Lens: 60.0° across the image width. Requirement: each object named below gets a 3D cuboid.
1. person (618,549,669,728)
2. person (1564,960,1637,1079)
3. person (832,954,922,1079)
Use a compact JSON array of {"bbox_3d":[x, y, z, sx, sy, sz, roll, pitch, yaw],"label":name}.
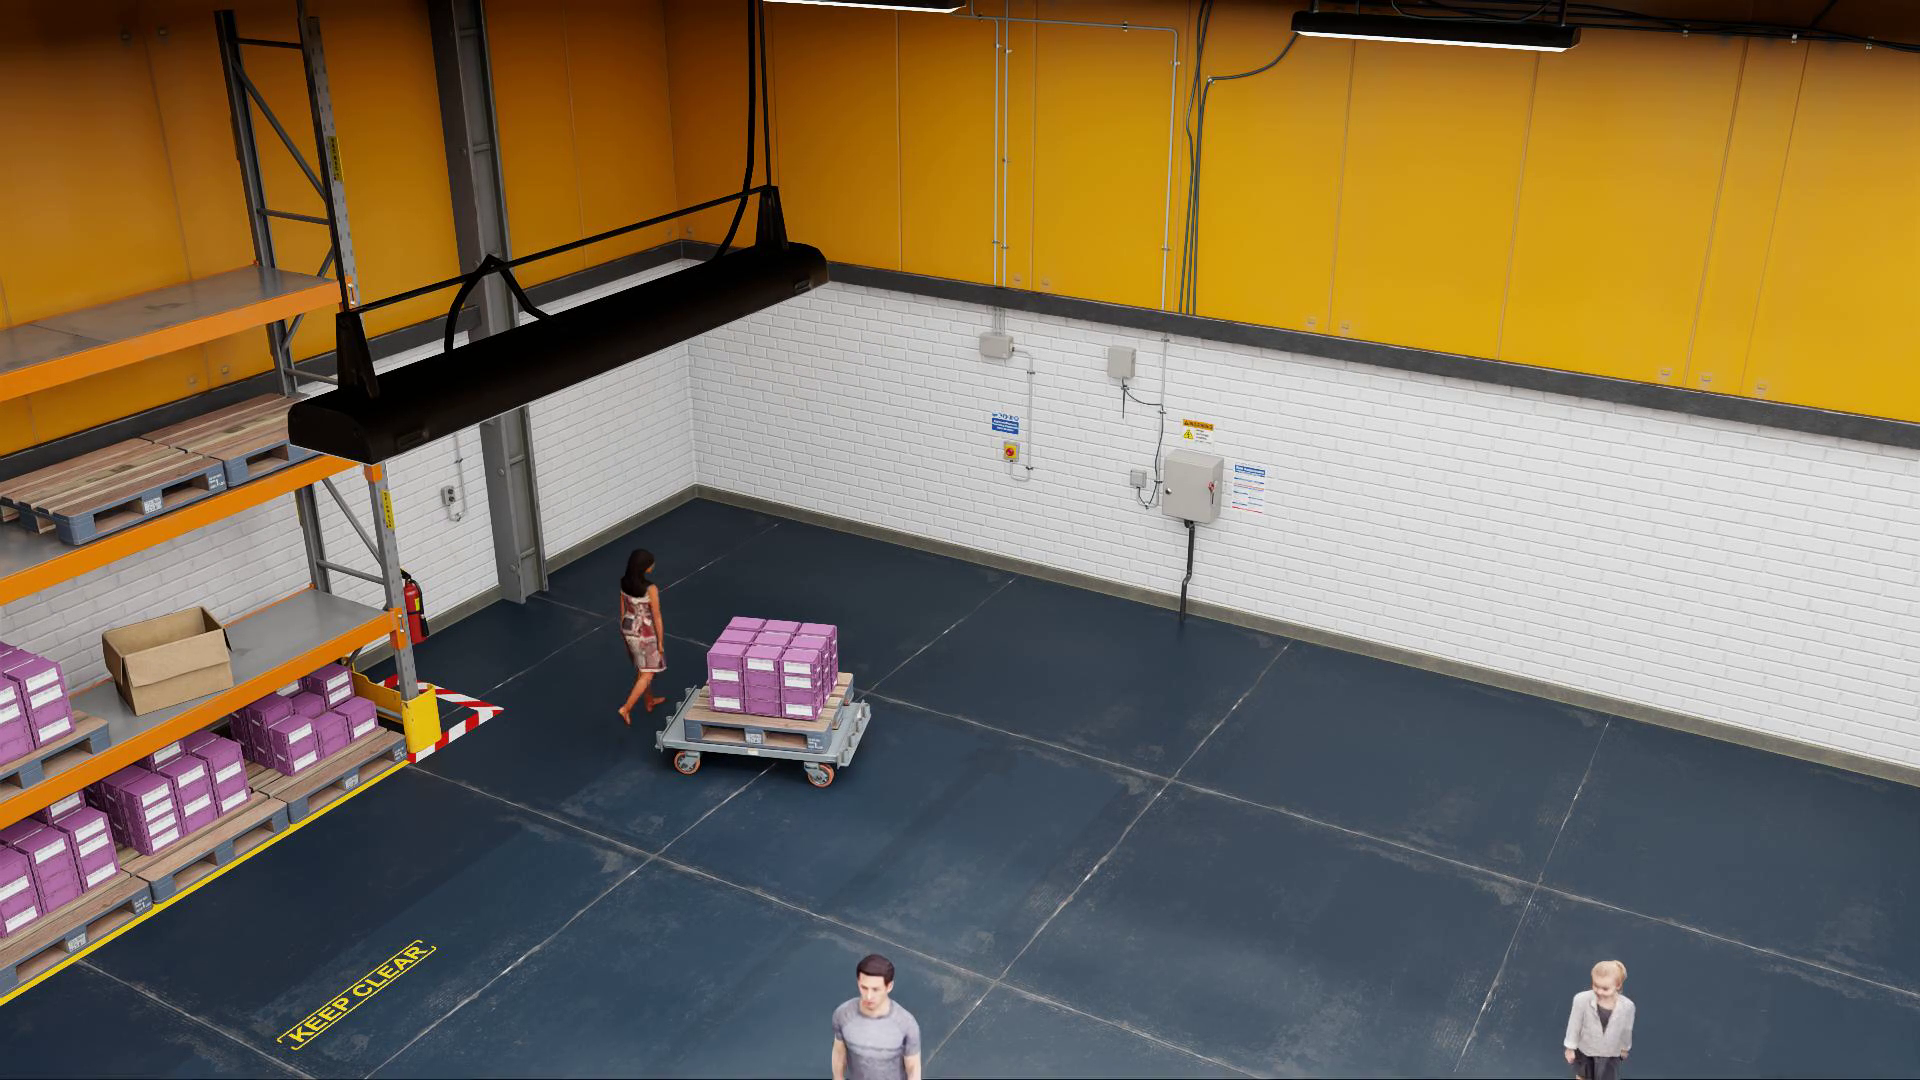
[{"bbox_3d":[-2.782,0.864,14.312,0.660,1.624,0.960,10,26,22],"label":"person"},{"bbox_3d":[3.823,2.985,9.930,0.557,1.248,0.844,8,25,18],"label":"person"},{"bbox_3d":[-0.402,3.021,9.121,0.917,1.829,1.230,5,24,10],"label":"person"}]
